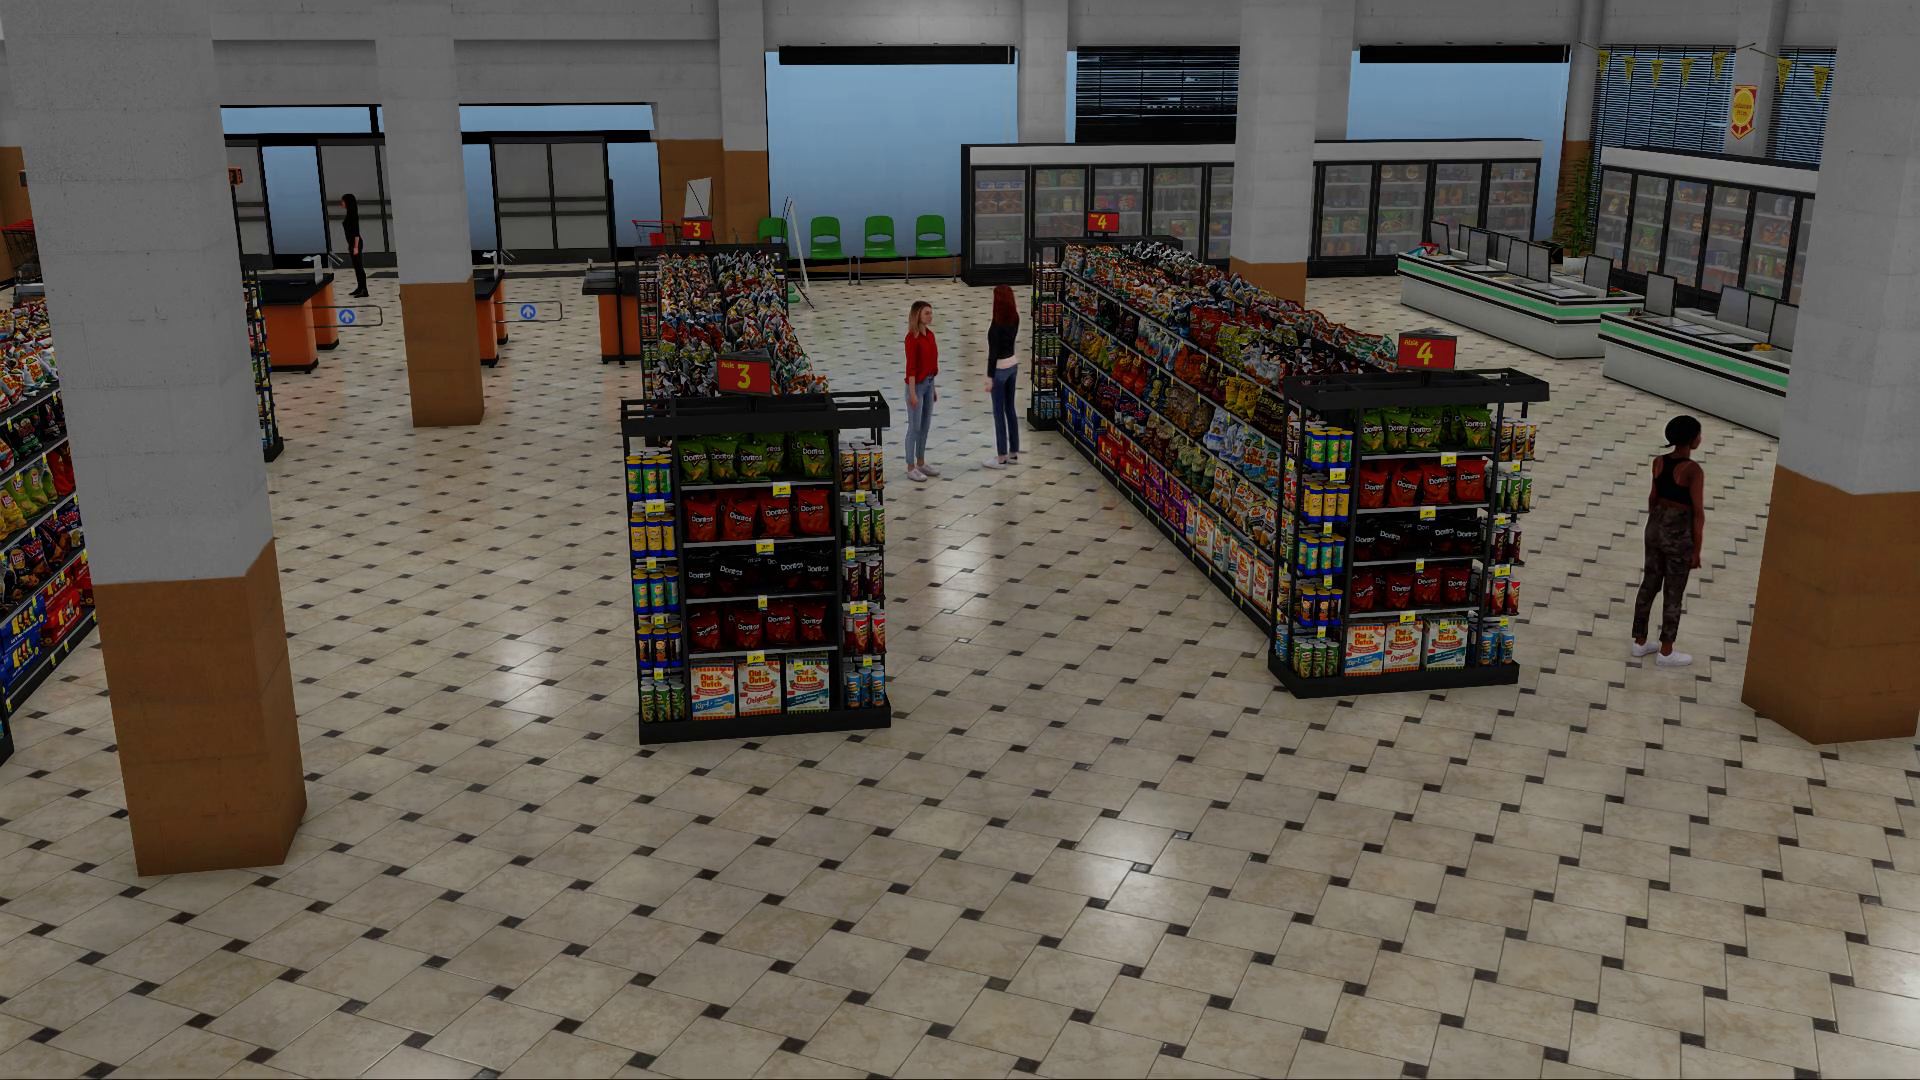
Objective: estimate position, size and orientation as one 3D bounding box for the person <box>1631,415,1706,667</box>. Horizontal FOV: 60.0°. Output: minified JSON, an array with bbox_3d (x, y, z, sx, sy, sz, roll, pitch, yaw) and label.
[{"bbox_3d":[4.738,-0.007,11.095,0.693,1.700,0.549,-8,19,-24],"label":"person"}]

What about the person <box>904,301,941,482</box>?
[{"bbox_3d":[-0.374,-1.423,15.752,0.742,1.704,0.653,9,19,28],"label":"person"}]

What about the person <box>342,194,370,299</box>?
[{"bbox_3d":[-9.765,-4.760,26.851,0.709,1.641,0.564,-11,20,-31],"label":"person"}]

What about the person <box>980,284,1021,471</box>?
[{"bbox_3d":[0.421,-1.593,16.166,0.717,1.789,0.647,10,20,30],"label":"person"}]
